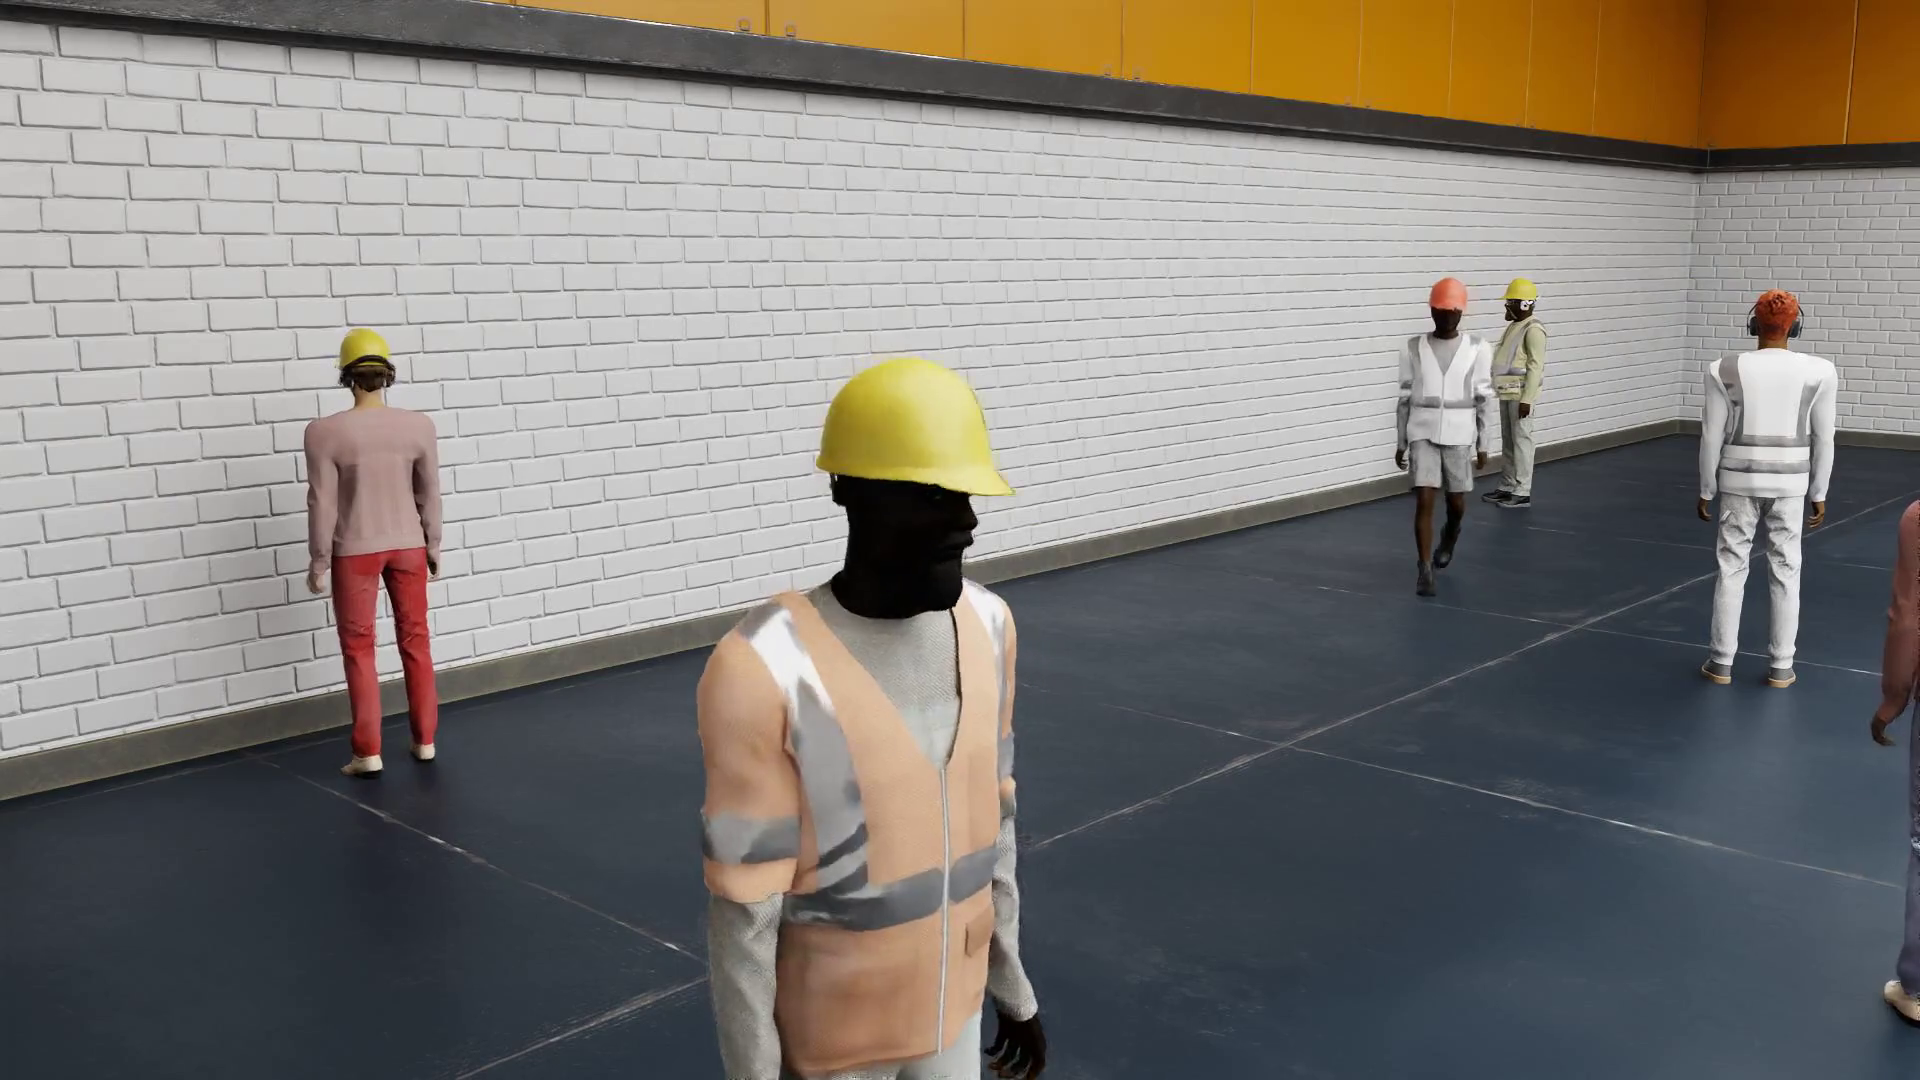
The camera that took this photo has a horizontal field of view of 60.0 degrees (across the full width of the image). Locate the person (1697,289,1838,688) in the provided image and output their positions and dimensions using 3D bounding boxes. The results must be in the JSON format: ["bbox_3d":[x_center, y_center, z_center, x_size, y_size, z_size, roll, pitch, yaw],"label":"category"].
[{"bbox_3d":[3.800,-0.236,7.877,0.575,1.883,0.355,4,11,20],"label":"person"}]

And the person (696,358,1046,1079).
[{"bbox_3d":[-0.107,0.694,2.484,0.384,1.921,0.629,10,14,44],"label":"person"}]

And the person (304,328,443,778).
[{"bbox_3d":[-2.294,0.070,6.559,0.553,1.775,0.405,-8,13,-38],"label":"person"}]

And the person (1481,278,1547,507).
[{"bbox_3d":[4.470,-1.179,13.387,0.403,1.833,0.586,0,10,-2],"label":"person"}]

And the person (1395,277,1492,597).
[{"bbox_3d":[2.946,-0.648,10.160,0.551,1.912,0.814,3,10,15],"label":"person"}]

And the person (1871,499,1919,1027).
[{"bbox_3d":[2.715,0.443,4.378,0.542,1.765,0.342,5,11,25],"label":"person"}]
